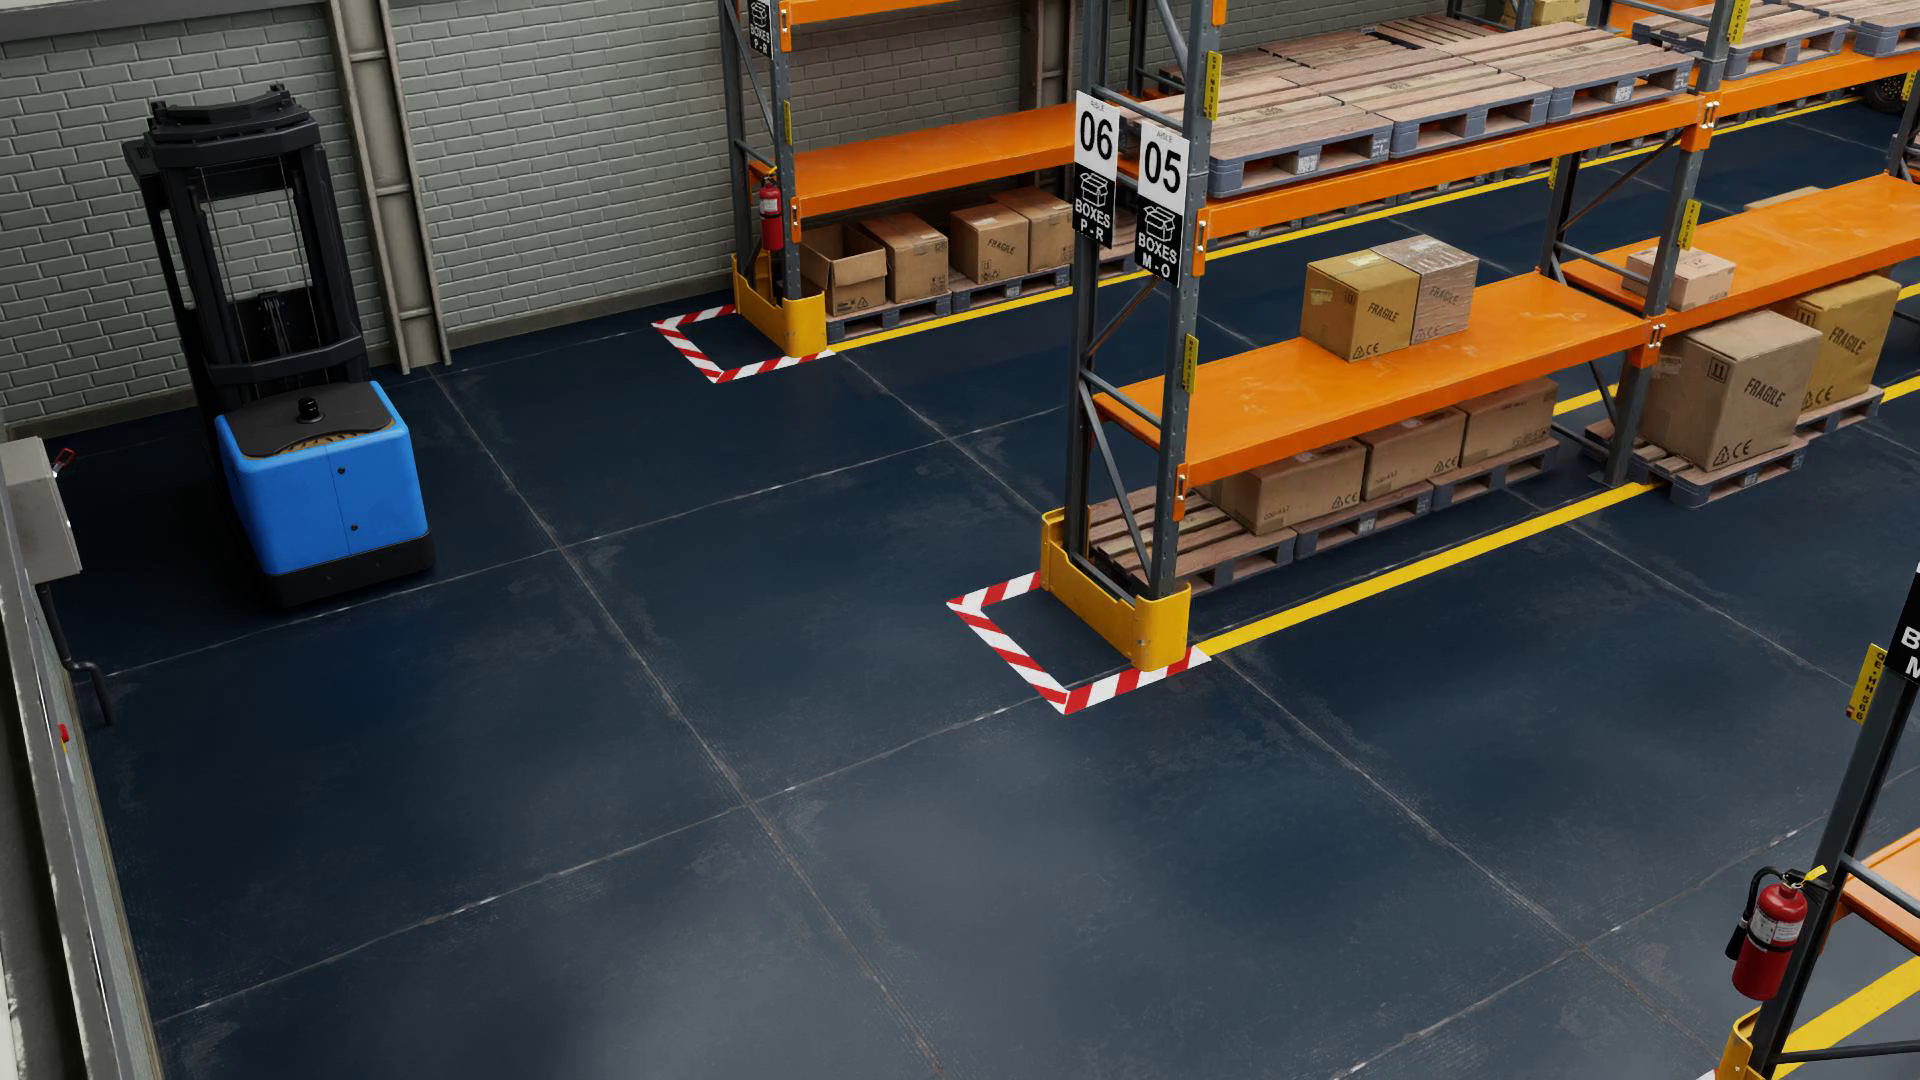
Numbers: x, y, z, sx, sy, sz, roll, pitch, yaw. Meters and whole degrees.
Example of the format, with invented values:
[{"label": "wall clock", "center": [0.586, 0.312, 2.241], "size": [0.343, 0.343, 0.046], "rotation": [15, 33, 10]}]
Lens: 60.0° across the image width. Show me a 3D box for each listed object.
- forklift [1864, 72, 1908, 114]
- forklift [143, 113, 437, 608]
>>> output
[{"label": "forklift", "center": [11.468, -5.645, 18.244], "size": [1.214, 2.155, 2.313], "rotation": [-17, 36, -26]}, {"label": "forklift", "center": [-4.289, -1.259, 10.509], "size": [1.129, 2.768, 1.873], "rotation": [-17, 36, -26]}]
